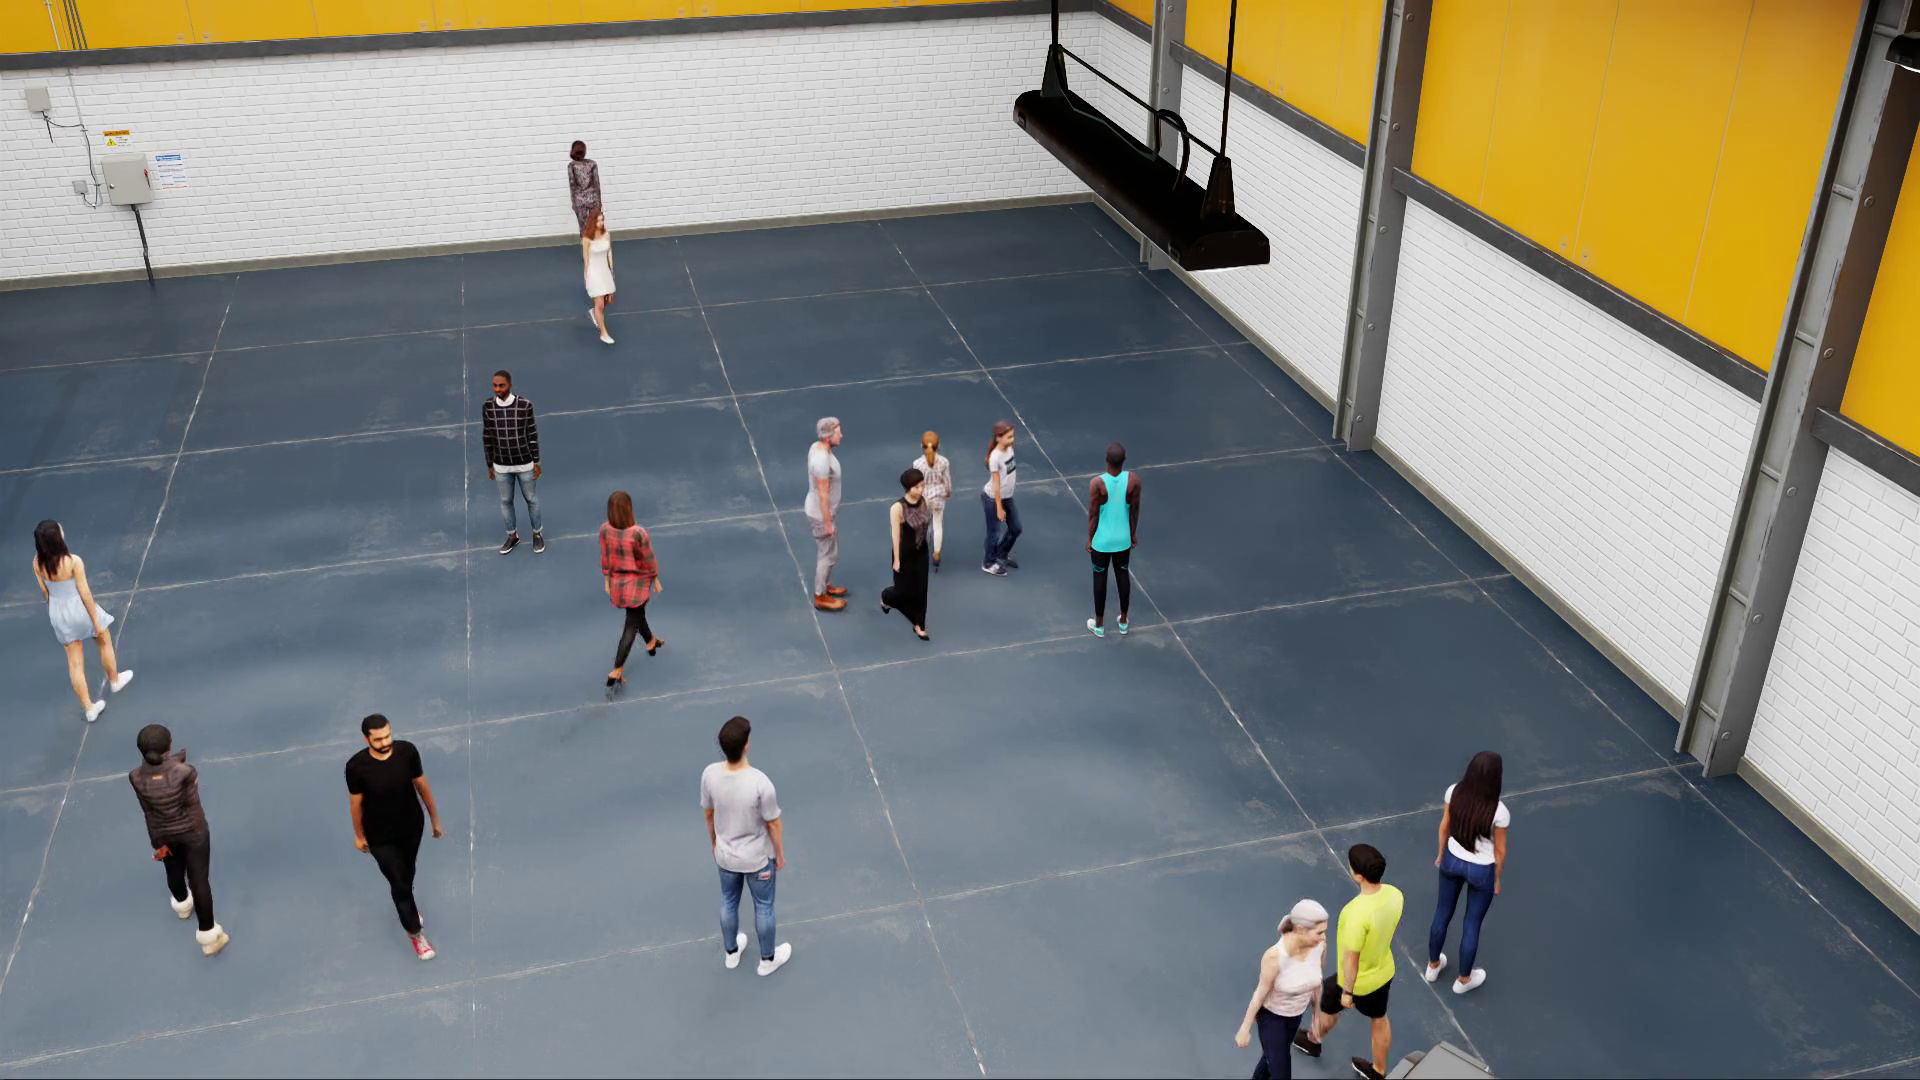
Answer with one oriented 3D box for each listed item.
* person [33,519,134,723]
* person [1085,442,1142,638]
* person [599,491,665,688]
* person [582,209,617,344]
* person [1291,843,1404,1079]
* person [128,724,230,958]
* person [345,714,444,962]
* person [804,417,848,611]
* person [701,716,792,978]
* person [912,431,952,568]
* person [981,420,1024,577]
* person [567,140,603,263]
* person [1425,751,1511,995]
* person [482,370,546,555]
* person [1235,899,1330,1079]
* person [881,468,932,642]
[{"bbox_3d":[-7.025,0.665,13.099,0.736,1.709,0.944,-1,29,-2],"label":"person"},{"bbox_3d":[1.296,-0.006,14.223,0.619,1.811,0.539,-5,29,-9],"label":"person"},{"bbox_3d":[-2.730,0.427,13.584,1.052,1.663,1.191,11,31,20],"label":"person"},{"bbox_3d":[-4.477,-3.238,20.283,0.771,1.682,0.927,-23,36,-35],"label":"person"},{"bbox_3d":[2.422,2.545,9.688,0.886,1.675,1.043,-20,34,-32],"label":"person"},{"bbox_3d":[-5.123,1.851,10.983,0.627,1.653,1.005,-6,29,-11],"label":"person"},{"bbox_3d":[-3.748,1.840,10.918,0.920,1.734,1.086,-23,36,-36],"label":"person"},{"bbox_3d":[-1.224,-0.232,14.636,0.787,1.811,0.569,-3,29,-6],"label":"person"},{"bbox_3d":[-1.377,1.947,10.564,0.756,1.886,0.760,9,30,16],"label":"person"},{"bbox_3d":[-0.255,-0.367,15.441,0.628,1.277,0.987,-3,29,-6],"label":"person"},{"bbox_3d":[0.293,-0.393,15.211,0.716,1.545,0.660,18,33,29],"label":"person"},{"bbox_3d":[-5.122,-4.633,22.806,0.582,1.714,0.545,-10,30,-18],"label":"person"},{"bbox_3d":[3.185,2.077,10.442,0.621,1.774,0.730,25,37,37],"label":"person"},{"bbox_3d":[-4.177,-0.751,15.579,0.704,1.821,0.628,-2,29,-3],"label":"person"},{"bbox_3d":[1.766,2.671,9.455,0.759,1.677,0.777,-14,32,-24],"label":"person"},{"bbox_3d":[-0.469,0.103,14.259,0.774,1.586,0.916,-21,35,-34],"label":"person"}]
